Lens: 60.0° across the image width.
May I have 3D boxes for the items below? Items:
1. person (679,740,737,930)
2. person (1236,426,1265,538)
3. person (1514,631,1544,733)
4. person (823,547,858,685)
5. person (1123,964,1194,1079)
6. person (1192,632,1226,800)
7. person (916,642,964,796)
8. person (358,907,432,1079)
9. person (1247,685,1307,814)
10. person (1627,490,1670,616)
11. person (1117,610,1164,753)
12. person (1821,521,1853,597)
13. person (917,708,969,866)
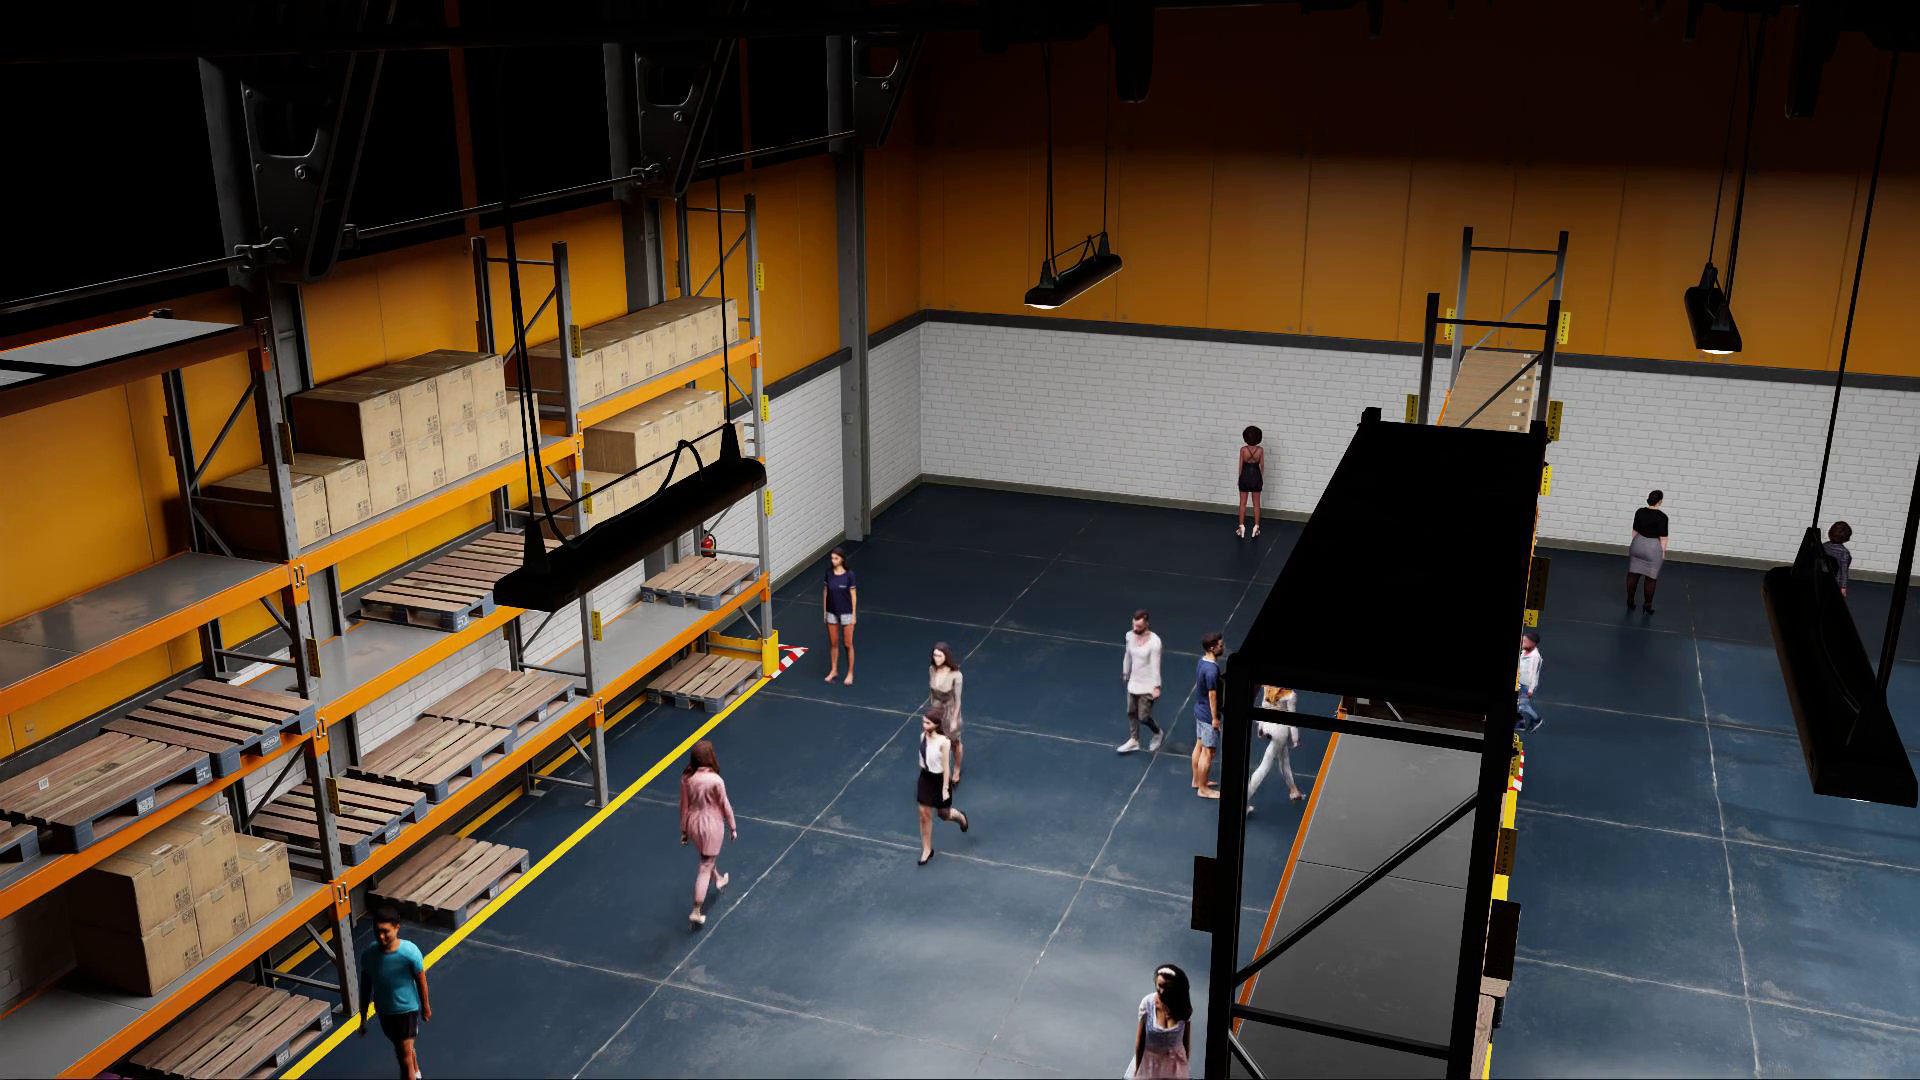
[{"bbox_3d":[-2.384,2.750,15.290,0.665,1.757,1.083,5,19,15],"label":"person"},{"bbox_3d":[4.563,-0.921,26.142,0.635,1.789,0.630,1,19,2],"label":"person"},{"bbox_3d":[6.647,1.656,19.333,0.670,1.249,0.629,-1,19,-4],"label":"person"},{"bbox_3d":[-1.483,0.924,20.701,0.575,1.765,0.512,6,20,18],"label":"person"},{"bbox_3d":[1.449,3.835,11.979,0.812,1.814,0.846,-1,19,-2],"label":"person"},{"bbox_3d":[2.655,1.851,17.813,0.762,1.850,0.641,-2,19,-5],"label":"person"},{"bbox_3d":[-0.101,1.886,17.923,0.712,1.713,1.008,11,21,28],"label":"person"},{"bbox_3d":[-4.312,3.579,12.843,0.752,1.749,0.986,3,19,9],"label":"person"},{"bbox_3d":[3.225,2.093,17.314,1.159,1.710,1.050,-10,21,-28],"label":"person"},{"bbox_3d":[9.504,0.153,23.001,0.808,1.758,0.781,-13,23,-34],"label":"person"},{"bbox_3d":[2.093,1.597,18.641,0.959,1.804,0.919,-10,21,-27],"label":"person"},{"bbox_3d":[11.448,0.573,21.841,0.767,1.702,0.665,-5,19,-13],"label":"person"},{"bbox_3d":[-0.188,2.417,16.481,0.743,1.629,1.000,14,23,36],"label":"person"}]
